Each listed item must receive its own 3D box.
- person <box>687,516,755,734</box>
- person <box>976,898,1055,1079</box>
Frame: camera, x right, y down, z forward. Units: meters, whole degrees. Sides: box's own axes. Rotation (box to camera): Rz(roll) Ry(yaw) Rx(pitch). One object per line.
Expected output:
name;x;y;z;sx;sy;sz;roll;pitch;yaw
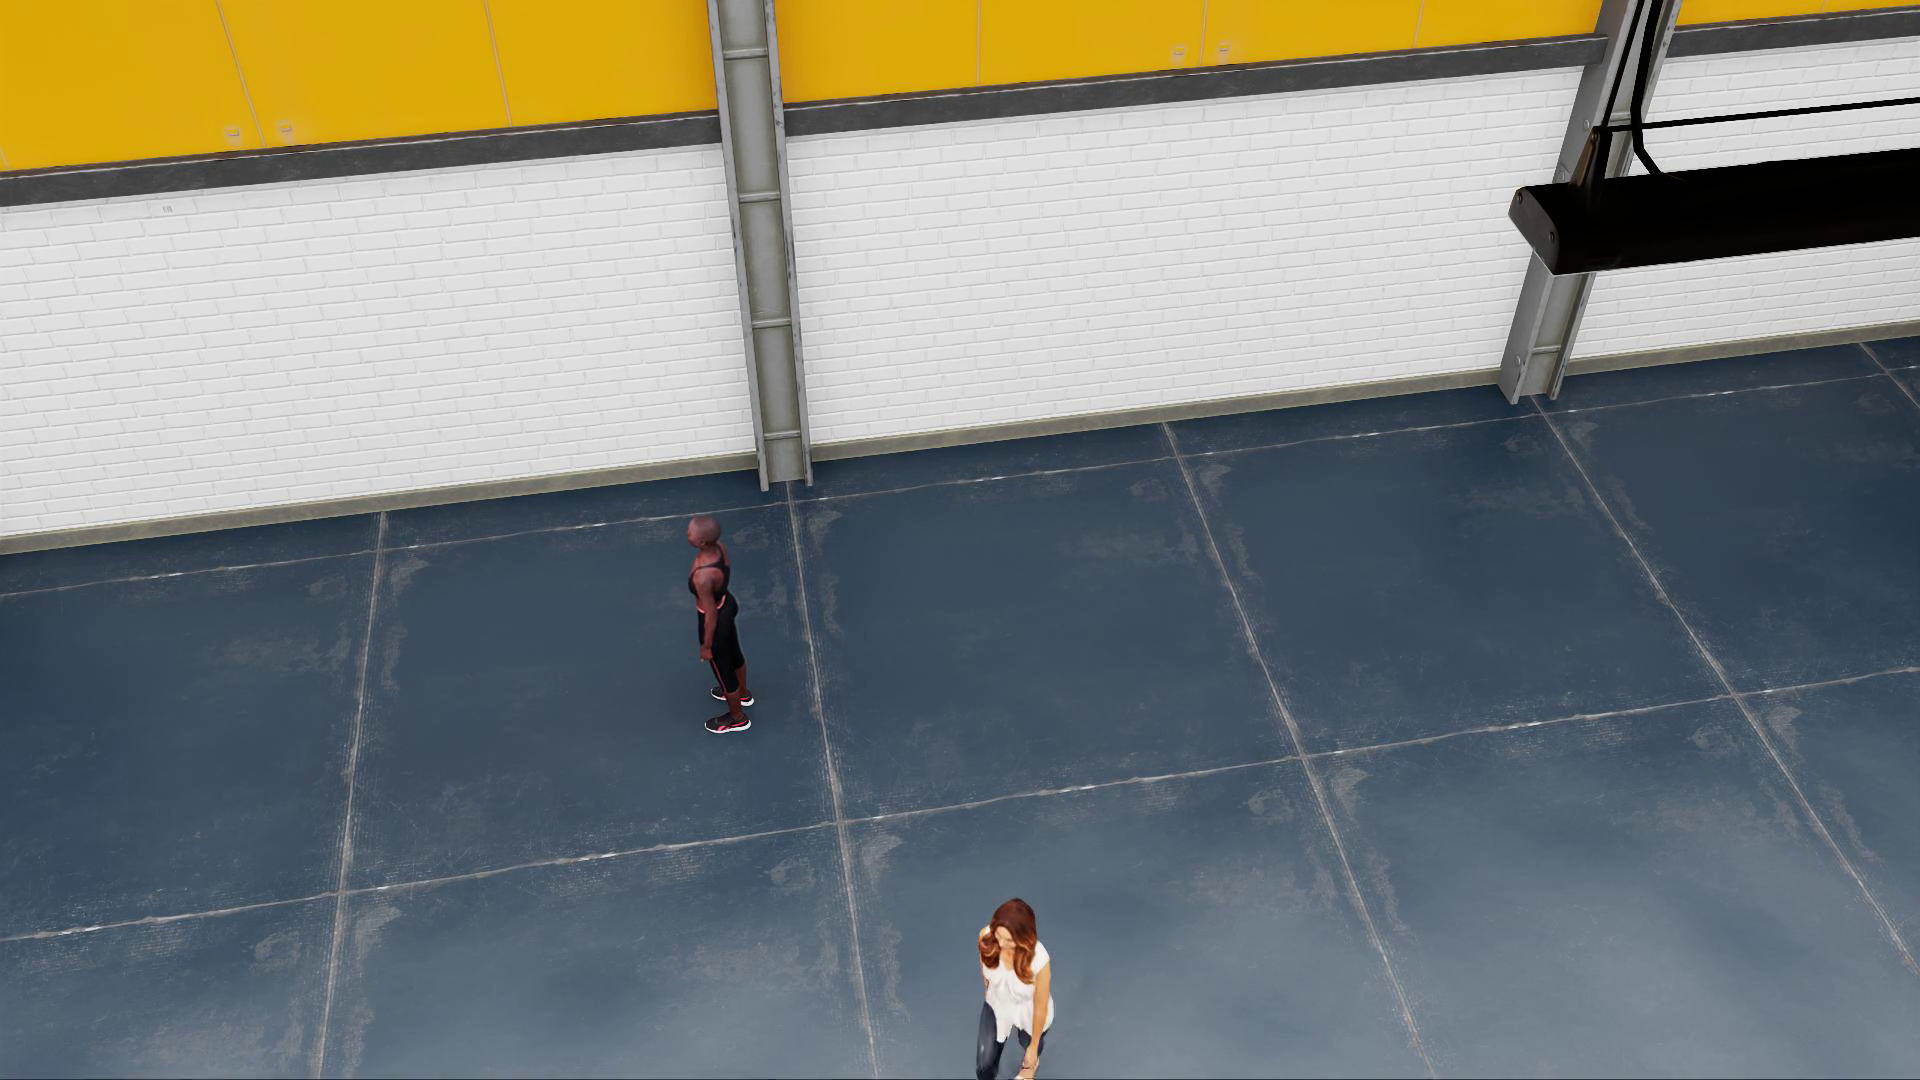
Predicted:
person;-1.497;0.512;10.347;0.611;1.758;0.643;3;44;4
person;0.342;2.309;8.458;0.880;1.762;0.917;20;47;20
